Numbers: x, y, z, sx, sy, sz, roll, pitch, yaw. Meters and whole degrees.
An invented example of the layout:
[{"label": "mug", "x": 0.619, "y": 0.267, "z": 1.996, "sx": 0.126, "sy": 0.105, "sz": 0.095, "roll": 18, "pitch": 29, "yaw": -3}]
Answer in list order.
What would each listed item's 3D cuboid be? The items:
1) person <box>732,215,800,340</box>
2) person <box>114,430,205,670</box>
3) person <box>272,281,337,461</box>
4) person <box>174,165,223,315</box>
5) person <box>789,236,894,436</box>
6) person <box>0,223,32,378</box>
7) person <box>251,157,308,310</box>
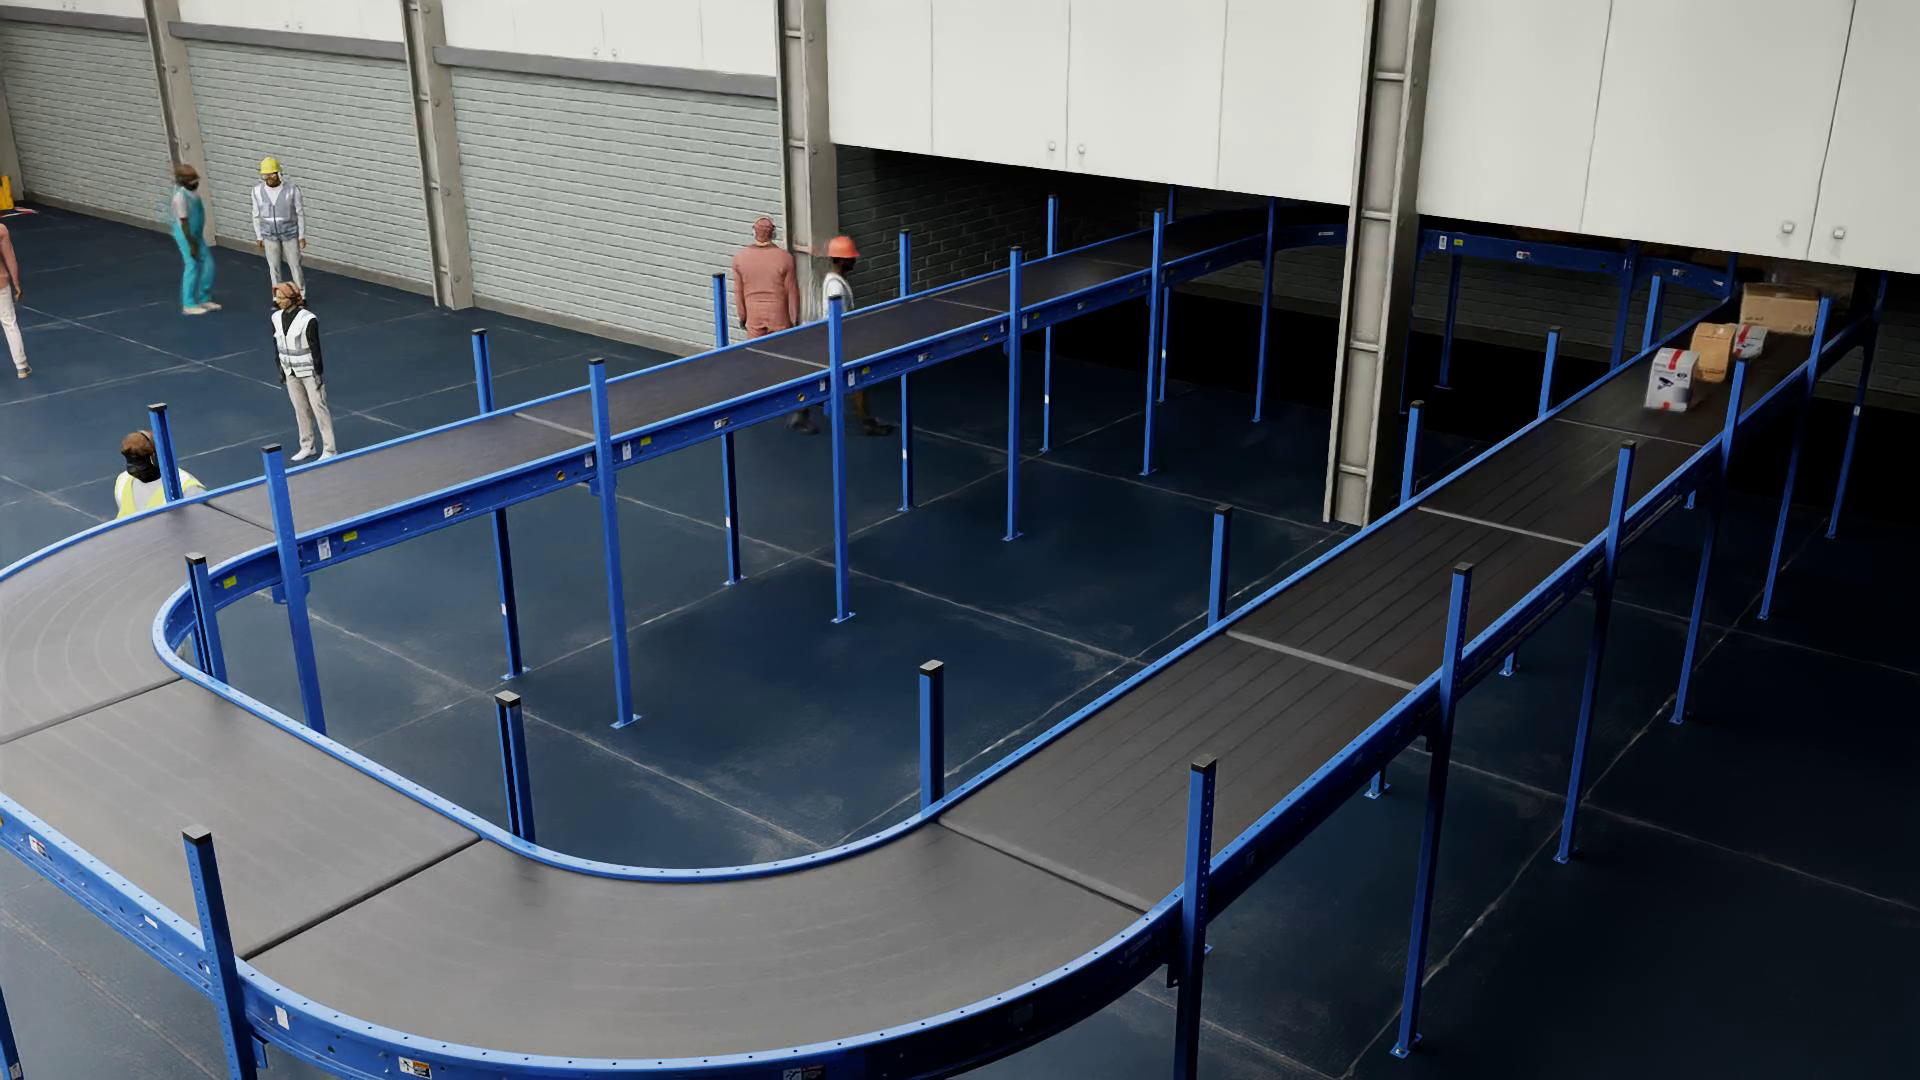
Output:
[{"label": "person", "x": -1.854, "y": -2.188, "z": 16.143, "sx": 0.642, "sy": 1.913, "sz": 0.408, "roll": 3, "pitch": 22, "yaw": 9}, {"label": "person", "x": -4.826, "y": 0.214, "z": 10.134, "sx": 0.637, "sy": 1.842, "sz": 0.429, "roll": 6, "pitch": 22, "yaw": 15}, {"label": "person", "x": -5.824, "y": -1.484, "z": 14.728, "sx": 0.521, "sy": 1.636, "sz": 0.310, "roll": 9, "pitch": 23, "yaw": 23}, {"label": "person", "x": -9.135, "y": -3.551, "z": 19.740, "sx": 0.541, "sy": 1.803, "sz": 0.524, "roll": 1, "pitch": 21, "yaw": 2}, {"label": "person", "x": -1.147, "y": -1.868, "z": 15.358, "sx": 0.967, "sy": 1.896, "sz": 0.557, "roll": -2, "pitch": 22, "yaw": -4}, {"label": "person", "x": -10.042, "y": -2.636, "z": 17.165, "sx": 0.622, "sy": 1.993, "sz": 0.384, "roll": -12, "pitch": 25, "yaw": -29}, {"label": "person", "x": -8.198, "y": -3.689, "z": 20.061, "sx": 0.591, "sy": 1.833, "sz": 0.403, "roll": -4, "pitch": 22, "yaw": -10}]
